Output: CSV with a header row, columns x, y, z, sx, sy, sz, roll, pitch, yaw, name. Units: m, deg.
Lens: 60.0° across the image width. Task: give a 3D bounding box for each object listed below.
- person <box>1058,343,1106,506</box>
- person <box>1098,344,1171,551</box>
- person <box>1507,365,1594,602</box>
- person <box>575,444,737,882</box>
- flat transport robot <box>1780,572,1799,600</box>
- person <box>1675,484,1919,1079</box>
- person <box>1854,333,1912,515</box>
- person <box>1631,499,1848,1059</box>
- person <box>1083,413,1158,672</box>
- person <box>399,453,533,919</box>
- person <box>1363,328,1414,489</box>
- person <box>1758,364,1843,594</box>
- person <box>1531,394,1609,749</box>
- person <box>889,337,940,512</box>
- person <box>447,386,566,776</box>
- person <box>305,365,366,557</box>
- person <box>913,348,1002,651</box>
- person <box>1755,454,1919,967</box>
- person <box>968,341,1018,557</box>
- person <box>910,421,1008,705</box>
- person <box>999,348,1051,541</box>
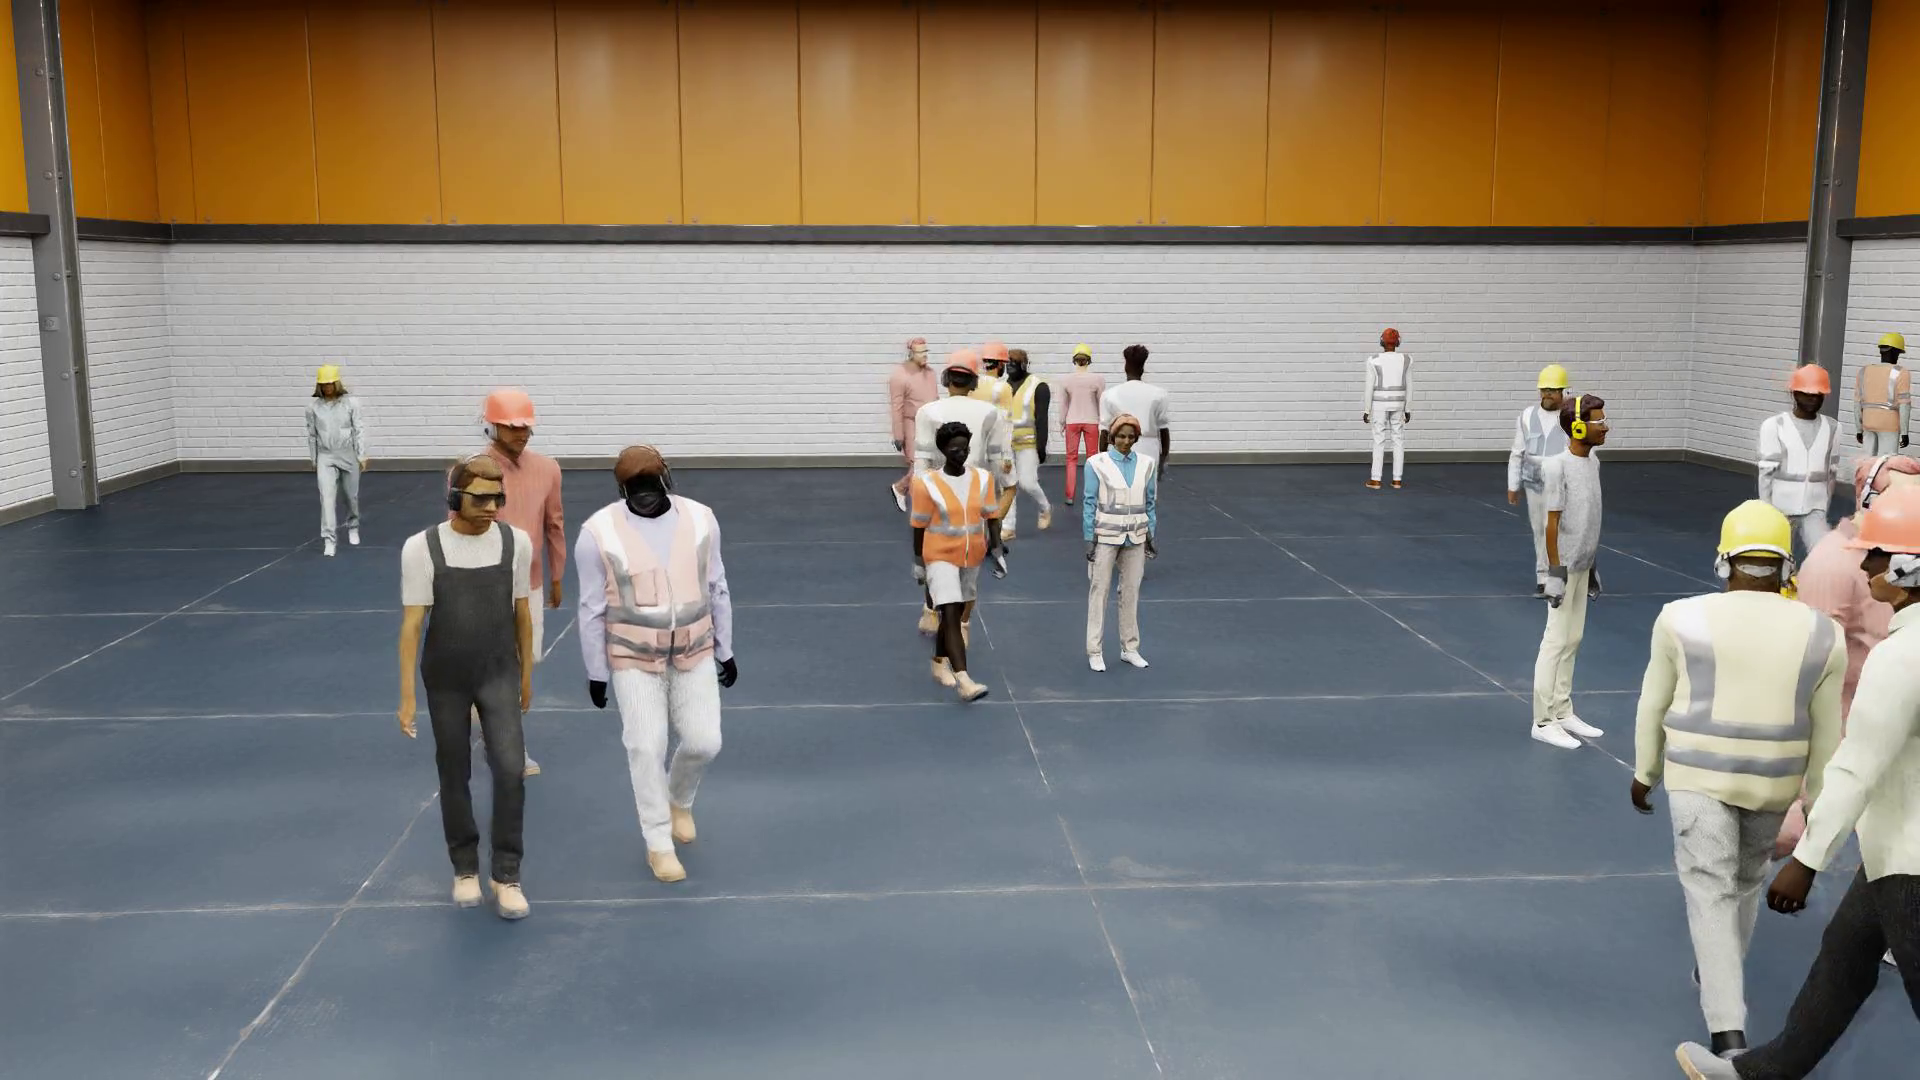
x,y,z,sx,sy,sz,roll,pitch,yaw,name
1.328,-1.246,18.046,0.524,1.768,0.311,1,9,8,person
1.477,-0.690,14.072,0.626,1.932,0.829,1,9,7,person
4.478,-0.424,12.720,0.626,1.812,0.580,8,12,40,person
-1.256,0.500,6.949,0.663,1.816,0.458,-5,10,-26,person
6.553,0.445,12.103,0.652,0.197,1.431,1,9,5,flat transport robot
2.491,0.820,4.506,0.633,1.937,1.022,-9,13,-44,person
9.405,-1.147,16.948,0.382,1.918,0.585,-4,10,-26,person
2.496,0.767,5.342,0.584,1.793,0.909,2,9,10,person
1.013,0.010,10.552,0.514,1.639,0.310,-3,10,-21,person
-1.897,0.576,6.436,0.550,1.813,0.683,-4,10,-22,person
5.016,-1.536,19.501,0.575,1.883,0.355,-1,9,-3,person
5.573,-0.196,11.006,0.555,1.907,0.808,1,9,7,person
3.282,0.161,8.882,0.328,1.872,0.515,8,12,42,person
-0.471,-1.118,16.854,0.628,1.887,0.661,7,11,36,person
-2.368,0.176,8.528,0.639,1.964,0.808,-8,12,-41,person
-5.664,-0.750,15.131,0.498,1.701,0.892,-3,9,-17,person
-0.040,-0.288,11.275,0.622,2.001,0.883,-2,9,-9,person
3.237,0.609,6.059,0.653,1.877,0.868,-5,10,-30,person
0.293,-0.795,14.753,0.552,1.913,0.449,8,12,41,person
0.012,0.129,9.793,0.538,1.641,0.894,-5,10,-30,person
0.590,-0.912,15.774,0.640,1.821,0.644,7,11,36,person
